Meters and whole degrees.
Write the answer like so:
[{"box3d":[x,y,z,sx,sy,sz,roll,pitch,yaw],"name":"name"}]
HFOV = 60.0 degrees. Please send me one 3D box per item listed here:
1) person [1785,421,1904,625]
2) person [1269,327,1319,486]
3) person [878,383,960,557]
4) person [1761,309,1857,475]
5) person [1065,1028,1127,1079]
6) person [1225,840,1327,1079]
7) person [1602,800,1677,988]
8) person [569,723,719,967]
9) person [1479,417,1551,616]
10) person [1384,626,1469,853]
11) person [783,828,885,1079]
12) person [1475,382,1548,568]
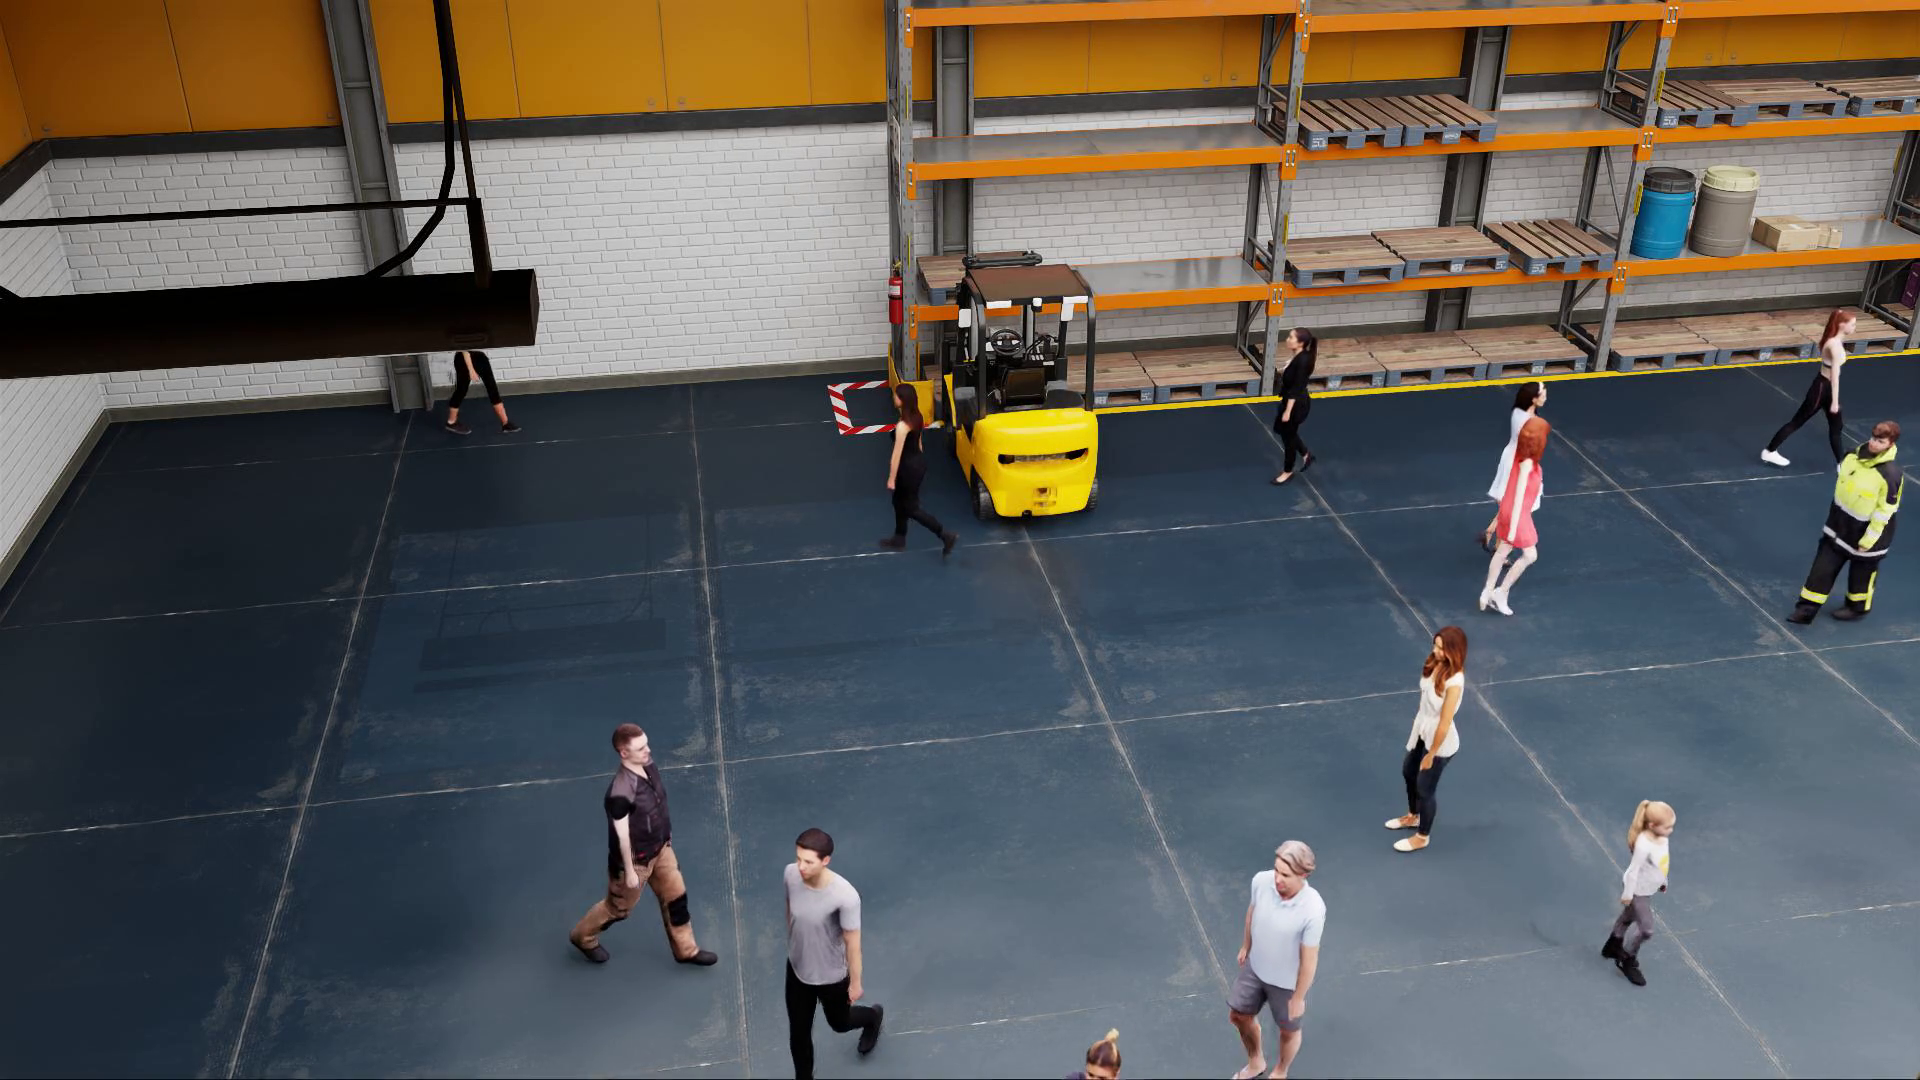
[{"box3d":[7.493,-0.140,13.785,1.209,1.924,0.959,-8,30,-14],"name":"person"},{"box3d":[3.329,-1.282,16.164,0.764,1.650,0.687,3,29,5],"name":"person"},{"box3d":[-0.379,-0.579,14.858,1.109,1.666,0.873,8,30,14],"name":"person"},{"box3d":[8.400,-1.438,16.412,1.234,1.687,1.099,15,32,26],"name":"person"},{"box3d":[0.694,3.055,8.276,0.954,1.590,0.976,15,32,25],"name":"person"},{"box3d":[1.842,2.371,9.286,0.816,1.823,0.798,-23,36,-36],"name":"person"},{"box3d":[4.165,2.122,10.321,0.680,1.269,0.619,21,35,33],"name":"person"},{"box3d":[-2.060,1.893,10.180,1.283,1.807,1.023,8,30,14],"name":"person"},{"box3d":[4.572,-0.190,13.996,0.749,1.810,0.734,7,29,12],"name":"person"},{"box3d":[3.256,1.336,11.232,0.569,1.777,0.660,-2,29,-4],"name":"person"},{"box3d":[-0.723,2.353,9.303,1.145,1.839,1.170,16,32,27],"name":"person"},{"box3d":[4.832,-0.563,14.692,0.836,1.798,0.750,1,29,1],"name":"person"}]
